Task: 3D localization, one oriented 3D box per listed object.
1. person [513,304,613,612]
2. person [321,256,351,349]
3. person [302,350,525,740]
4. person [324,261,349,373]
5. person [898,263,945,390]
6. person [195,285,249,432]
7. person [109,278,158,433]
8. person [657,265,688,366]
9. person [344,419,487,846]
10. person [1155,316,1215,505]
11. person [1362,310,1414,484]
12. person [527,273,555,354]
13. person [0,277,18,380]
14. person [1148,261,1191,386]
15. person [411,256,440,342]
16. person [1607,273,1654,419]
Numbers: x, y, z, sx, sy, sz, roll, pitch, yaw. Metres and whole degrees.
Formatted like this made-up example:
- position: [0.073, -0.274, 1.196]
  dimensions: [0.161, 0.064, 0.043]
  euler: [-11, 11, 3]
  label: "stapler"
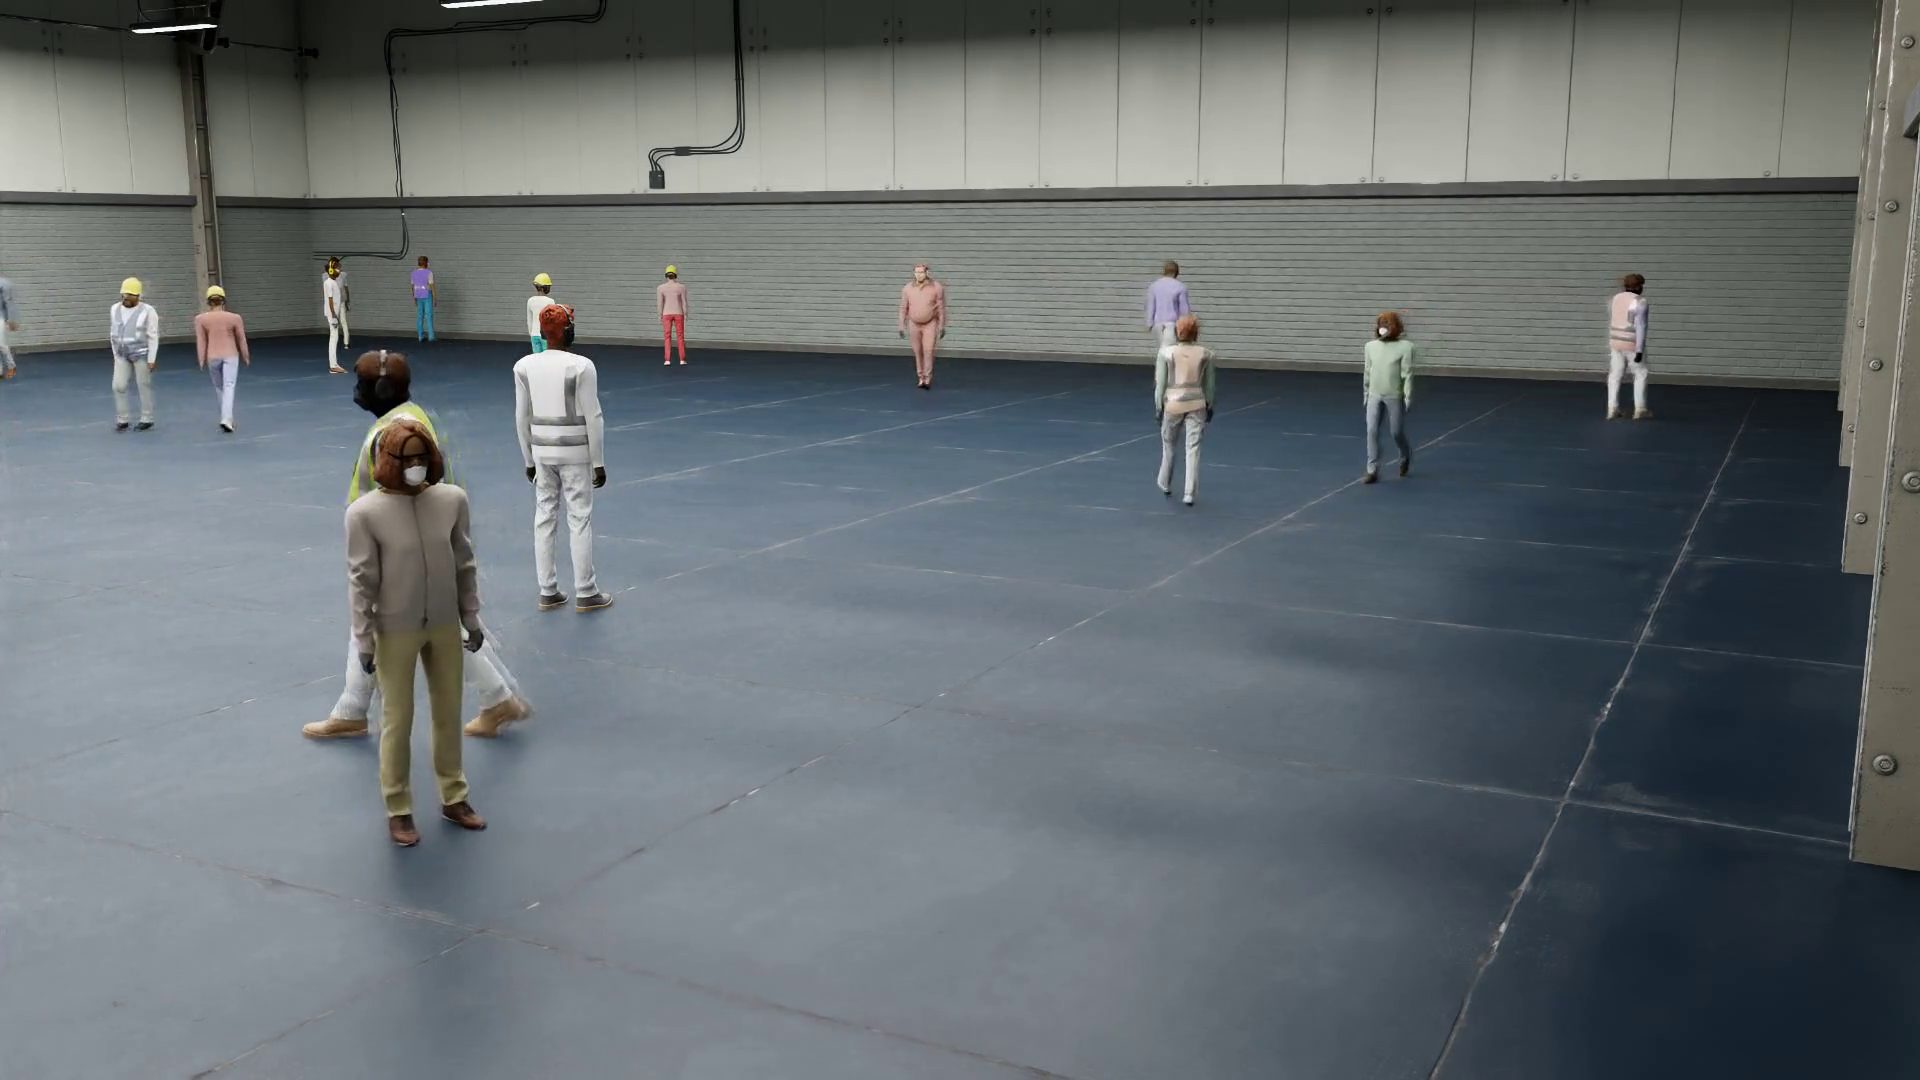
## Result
- position: [-2.423, -0.493, 10.166]
  dimensions: [0.574, 1.882, 0.356]
  euler: [3, 11, 17]
  label: "person"
- position: [-12.675, -4.807, 33.754]
  dimensions: [0.598, 1.860, 0.353]
  euler: [-8, 13, -36]
  label: "person"
- position: [-2.491, 0.033, 7.551]
  dimensions: [0.977, 1.800, 0.638]
  euler: [-3, 11, -15]
  label: "person"
- position: [-10.484, -3.740, 27.900]
  dimensions: [0.327, 1.874, 0.521]
  euler: [-4, 11, -18]
  label: "person"
- position: [-0.596, -3.174, 24.799]
  dimensions: [0.678, 1.863, 0.925]
  euler: [2, 11, 11]
  label: "person"
- position: [-8.701, -2.141, 19.623]
  dimensions: [0.542, 1.714, 0.938]
  euler: [-3, 11, -14]
  label: "person"
- position: [-9.623, -2.129, 19.300]
  dimensions: [0.616, 1.799, 0.686]
  euler: [1, 10, 6]
  label: "person"
- position: [-5.074, -3.958, 29.379]
  dimensions: [0.524, 1.769, 0.314]
  euler: [-2, 11, -9]
  label: "person"
- position: [-2.060, 0.345, 6.312]
  dimensions: [0.506, 1.623, 0.289]
  euler: [-10, 15, -44]
  label: "person"
- position: [1.936, -1.128, 14.391]
  dimensions: [0.547, 1.590, 0.845]
  euler: [0, 10, -2]
  label: "person"
- position: [4.012, -1.341, 15.532]
  dimensions: [0.507, 1.605, 0.714]
  euler: [8, 13, 36]
  label: "person"
- position: [-5.792, -2.824, 23.194]
  dimensions: [0.533, 1.768, 0.310]
  euler: [6, 12, 31]
  label: "person"
- position: [-15.249, -3.455, 26.209]
  dimensions: [0.632, 1.920, 0.428]
  euler: [2, 11, 10]
  label: "person"
- position: [3.278, -3.316, 25.521]
  dimensions: [0.661, 1.889, 0.988]
  euler: [9, 14, 41]
  label: "person"
- position: [-11.566, -5.193, 35.889]
  dimensions: [0.563, 1.847, 0.389]
  euler: [4, 11, 19]
  label: "person"
- position: [8.439, -2.418, 20.834]
  dimensions: [0.603, 1.828, 0.640]
  euler: [-5, 11, -25]
  label: "person"
